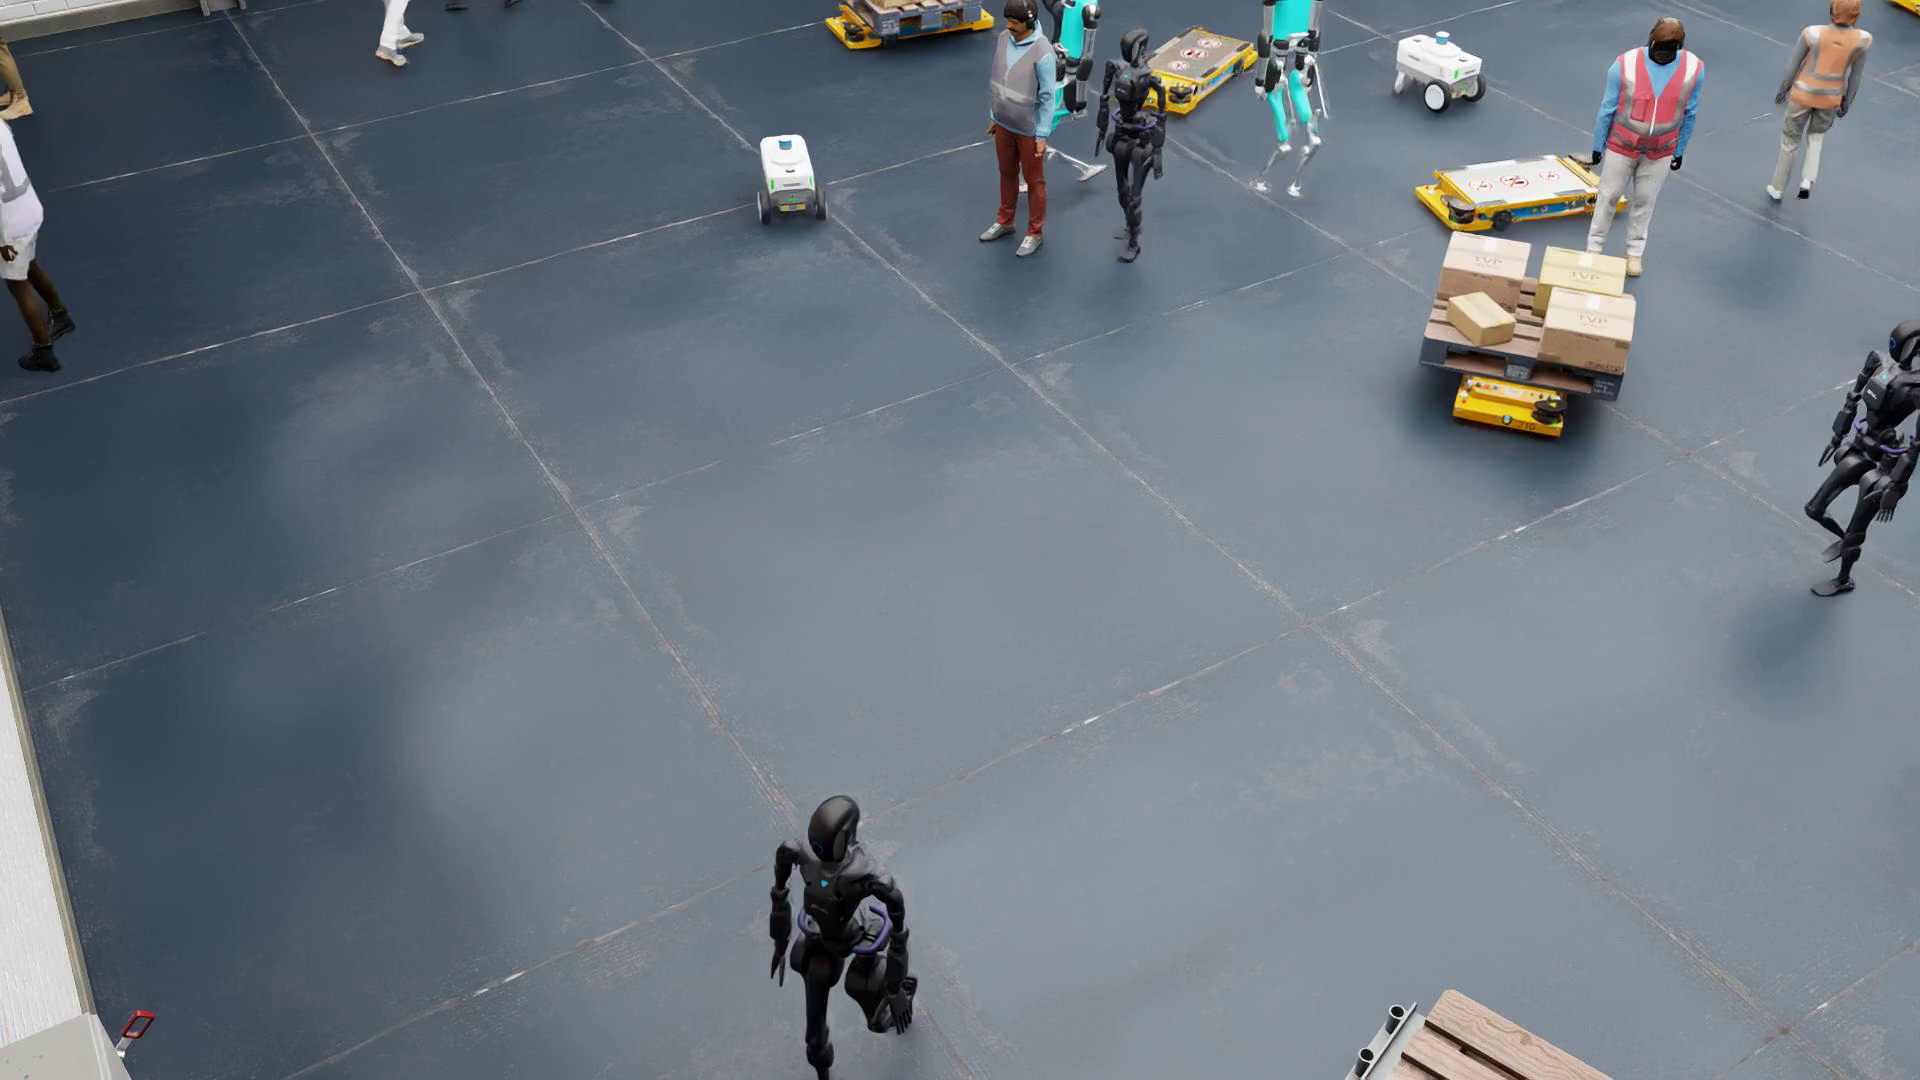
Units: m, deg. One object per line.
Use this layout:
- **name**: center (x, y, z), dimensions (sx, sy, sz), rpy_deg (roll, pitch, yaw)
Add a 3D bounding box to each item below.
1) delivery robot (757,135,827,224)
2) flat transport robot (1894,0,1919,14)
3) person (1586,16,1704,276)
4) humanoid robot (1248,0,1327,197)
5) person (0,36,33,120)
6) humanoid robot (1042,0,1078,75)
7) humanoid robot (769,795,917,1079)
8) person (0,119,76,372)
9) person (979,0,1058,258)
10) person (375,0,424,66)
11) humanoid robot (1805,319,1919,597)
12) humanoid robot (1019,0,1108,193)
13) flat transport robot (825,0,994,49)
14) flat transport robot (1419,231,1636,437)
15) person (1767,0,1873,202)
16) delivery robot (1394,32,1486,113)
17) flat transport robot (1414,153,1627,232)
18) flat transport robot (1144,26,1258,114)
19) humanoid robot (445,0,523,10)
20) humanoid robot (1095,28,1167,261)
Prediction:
- **delivery robot**: center (-1.295, -2.742, 12.521), dimensions (0.499, 0.595, 0.781), rpy_deg (-7, 39, -9)
- **flat transport robot**: center (9.714, -5.141, 15.779), dimensions (1.431, 0.231, 0.659), rpy_deg (-9, 39, -11)
- **person**: center (4.674, -2.710, 11.457), dimensions (0.637, 1.830, 0.429), rpy_deg (8, 39, 9)
- **humanoid robot**: center (2.543, -3.388, 12.385), dimensions (0.563, 1.756, 0.790), rpy_deg (-17, 41, -20)
- **person**: center (-8.012, -4.343, 13.572), dimensions (0.366, 1.762, 0.524), rpy_deg (-20, 42, -23)
- **humanoid robot**: center (0.902, -4.602, 13.975), dimensions (0.639, 1.637, 0.591), rpy_deg (-16, 41, -19)
- **humanoid robot**: center (-0.410, 1.509, 6.278), dimensions (0.600, 1.635, 0.690), rpy_deg (15, 41, 18)
- **person**: center (-6.024, -2.022, 10.531), dimensions (0.387, 1.903, 0.613), rpy_deg (-8, 39, -10)
- **person**: center (0.439, -2.921, 11.682), dimensions (0.533, 1.878, 0.412), rpy_deg (31, 48, 33)
- **person**: center (-5.075, -5.113, 14.465), dimensions (0.667, 1.871, 0.657), rpy_deg (29, 47, 32)
- **humanoid robot**: center (4.796, -0.414, 8.677), dimensions (0.420, 1.653, 0.586), rpy_deg (-8, 39, -10)
- **humanoid robot**: center (0.666, -3.312, 12.300), dimensions (1.020, 1.742, 0.549), rpy_deg (-11, 40, -14)
- **flat transport robot**: center (-0.469, -4.836, 15.394), dimensions (1.431, 0.231, 0.659), rpy_deg (-15, 41, -18)
- **flat transport robot**: center (3.629, -1.174, 10.774), dimensions (0.659, 0.231, 1.431), rpy_deg (13, 40, 16)
- **person**: center (6.326, -3.271, 12.324), dimensions (0.518, 1.629, 0.371), rpy_deg (8, 39, 9)
- **delivery robot**: center (4.045, -3.998, 14.100), dimensions (0.524, 0.587, 0.737), rpy_deg (-23, 44, -26)
- **flat transport robot**: center (4.254, -2.635, 12.617), dimensions (1.431, 0.231, 0.659), rpy_deg (-9, 39, -12)
- **flat transport robot**: center (1.998, -4.097, 14.461), dimensions (0.659, 0.231, 1.431), rpy_deg (22, 44, 26)
- **humanoid robot**: center (-4.537, -5.739, 15.435), dimensions (0.775, 1.624, 0.612), rpy_deg (-14, 40, -17)
- **humanoid robot**: center (1.215, -2.821, 11.732), dimensions (0.601, 1.636, 0.539), rpy_deg (28, 46, 30)
